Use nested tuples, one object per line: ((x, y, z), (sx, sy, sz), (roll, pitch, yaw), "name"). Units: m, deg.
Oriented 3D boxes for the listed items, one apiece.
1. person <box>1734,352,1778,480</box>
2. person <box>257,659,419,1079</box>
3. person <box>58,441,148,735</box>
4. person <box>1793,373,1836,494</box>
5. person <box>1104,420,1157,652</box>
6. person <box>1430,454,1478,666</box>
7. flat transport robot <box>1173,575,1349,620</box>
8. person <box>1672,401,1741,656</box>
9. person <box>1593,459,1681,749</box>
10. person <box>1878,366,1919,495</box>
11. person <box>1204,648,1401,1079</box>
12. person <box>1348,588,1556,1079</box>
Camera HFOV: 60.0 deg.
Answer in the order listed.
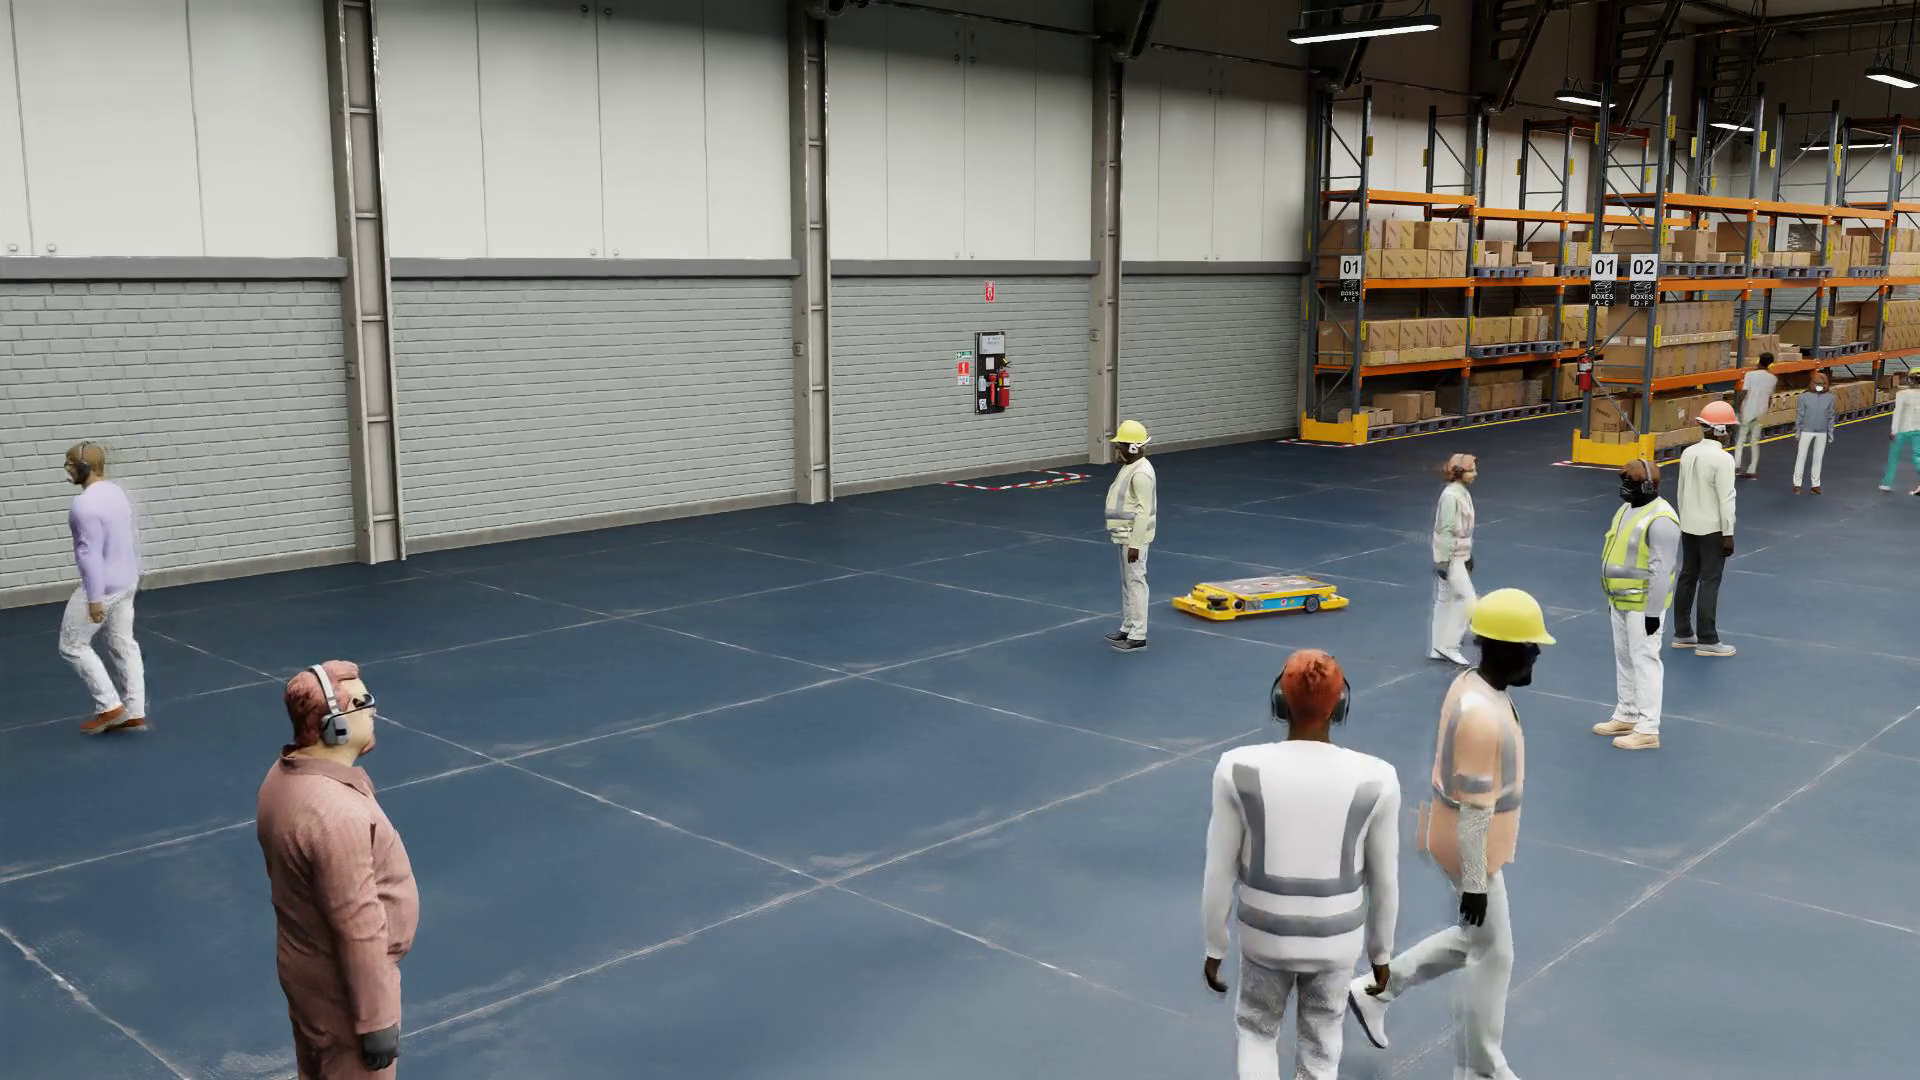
((11.412, -1.786, 23.930), (0.610, 1.819, 0.610), (1, 9, 7), "person")
((-1.786, 1.291, 4.879), (0.408, 1.913, 0.641), (-7, 12, -37), "person")
((-5.561, 0.323, 10.735), (0.519, 1.920, 0.660), (-1, 9, -4), "person")
((11.442, -1.425, 22.279), (0.498, 1.633, 0.280), (1, 9, 8), "person")
((1.348, -0.034, 13.193), (0.404, 1.833, 0.588), (-1, 9, -4), "person")
((3.816, 0.152, 12.665), (0.456, 1.619, 0.546), (5, 10, 26), "person")
((2.665, 0.495, 14.716), (1.431, 0.197, 0.652), (-5, 10, -25), "flat transport robot")
((5.872, -0.093, 13.058), (0.382, 1.995, 0.612), (-2, 10, -12), "person")
((4.296, 0.397, 10.573), (0.429, 1.835, 0.630), (0, 9, -1), "person")
((12.745, -1.463, 22.265), (0.558, 1.716, 0.829), (0, 9, -3), "person")
((1.061, 1.260, 5.190), (0.596, 1.868, 0.452), (2, 9, 10), "person")
((1.807, 1.100, 6.057), (0.678, 1.907, 0.592), (3, 10, 17), "person")
